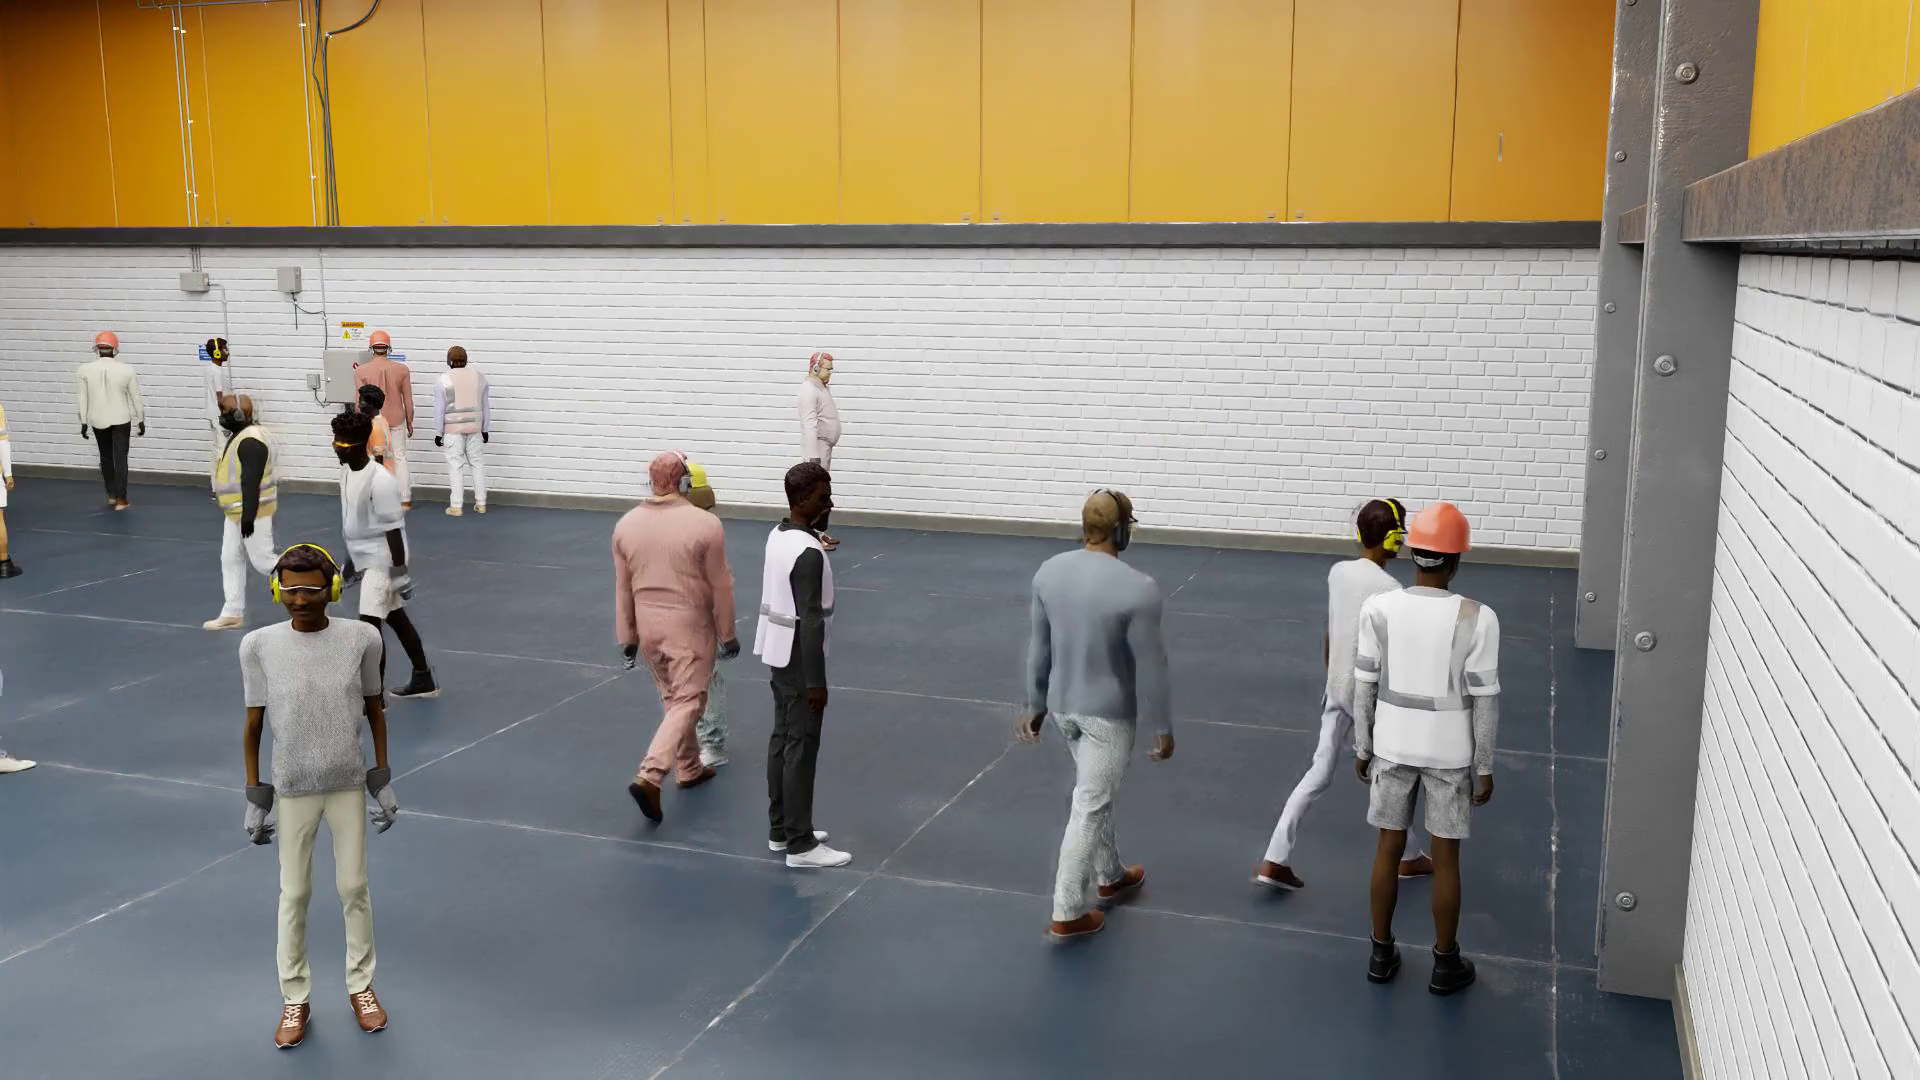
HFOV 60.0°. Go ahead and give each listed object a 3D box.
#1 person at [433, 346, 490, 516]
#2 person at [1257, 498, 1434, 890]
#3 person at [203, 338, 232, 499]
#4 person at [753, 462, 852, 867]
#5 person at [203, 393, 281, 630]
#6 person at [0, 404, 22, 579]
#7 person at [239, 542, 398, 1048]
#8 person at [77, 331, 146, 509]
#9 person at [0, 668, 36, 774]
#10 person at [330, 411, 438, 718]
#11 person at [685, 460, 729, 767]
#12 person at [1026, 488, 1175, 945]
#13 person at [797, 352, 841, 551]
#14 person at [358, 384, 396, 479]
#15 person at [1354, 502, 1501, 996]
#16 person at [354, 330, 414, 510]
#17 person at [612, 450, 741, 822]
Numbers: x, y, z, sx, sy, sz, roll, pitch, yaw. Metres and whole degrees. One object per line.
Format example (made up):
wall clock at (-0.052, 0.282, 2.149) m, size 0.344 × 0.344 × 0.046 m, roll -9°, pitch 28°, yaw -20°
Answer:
person at (-5.417, -1.187, 18.065) m, size 0.634 × 1.841 × 0.429 m, roll -8°, pitch 13°, yaw -40°
person at (1.788, 0.705, 7.539) m, size 1.016 × 1.817 × 0.553 m, roll -6°, pitch 11°, yaw -29°
person at (-8.456, -1.376, 19.044) m, size 0.327 × 1.874 × 0.518 m, roll -7°, pitch 13°, yaw -36°
person at (-0.768, 0.584, 7.881) m, size 0.393 × 1.916 × 0.590 m, roll -4°, pitch 11°, yaw -20°
person at (-5.354, -0.223, 12.709) m, size 0.822 × 1.818 × 0.621 m, roll -7°, pitch 12°, yaw -34°
person at (-8.579, -0.610, 14.541) m, size 0.543 × 1.940 × 0.361 m, roll -2°, pitch 10°, yaw -13°
person at (-2.352, 0.923, 6.118) m, size 0.532 × 1.864 × 0.310 m, roll -5°, pitch 11°, yaw -24°
person at (-9.473, -1.353, 18.653) m, size 0.644 × 1.958 × 0.863 m, roll -3°, pitch 10°, yaw -14°
person at (-5.466, 0.448, 9.072) m, size 0.537 × 1.749 × 0.537 m, roll -8°, pitch 13°, yaw -38°
person at (-3.621, 0.134, 10.438) m, size 0.702 × 1.928 × 0.622 m, roll -7°, pitch 13°, yaw -36°
person at (-1.498, 0.415, 9.325) m, size 0.322 × 1.742 × 0.492 m, roll -5°, pitch 11°, yaw -26°
person at (0.669, 0.720, 7.112) m, size 0.875 × 1.905 × 0.660 m, roll -10°, pitch 14°, yaw -43°
person at (-1.345, -0.857, 16.044) m, size 0.407 × 1.902 × 0.639 m, roll 1°, pitch 10°, yaw 4°
person at (-5.200, -0.543, 14.845) m, size 0.316 × 1.697 × 0.540 m, roll -3°, pitch 11°, yaw -17°
person at (1.829, 0.814, 6.528) m, size 0.553 × 1.935 × 0.361 m, roll 6°, pitch 12°, yaw 29°
person at (-6.325, -1.303, 18.283) m, size 0.614 × 1.993 × 0.395 m, roll -5°, pitch 11°, yaw -28°
person at (-1.508, 0.473, 8.631) m, size 0.633 × 1.878 × 0.907 m, roll 5°, pitch 11°, yaw 26°
